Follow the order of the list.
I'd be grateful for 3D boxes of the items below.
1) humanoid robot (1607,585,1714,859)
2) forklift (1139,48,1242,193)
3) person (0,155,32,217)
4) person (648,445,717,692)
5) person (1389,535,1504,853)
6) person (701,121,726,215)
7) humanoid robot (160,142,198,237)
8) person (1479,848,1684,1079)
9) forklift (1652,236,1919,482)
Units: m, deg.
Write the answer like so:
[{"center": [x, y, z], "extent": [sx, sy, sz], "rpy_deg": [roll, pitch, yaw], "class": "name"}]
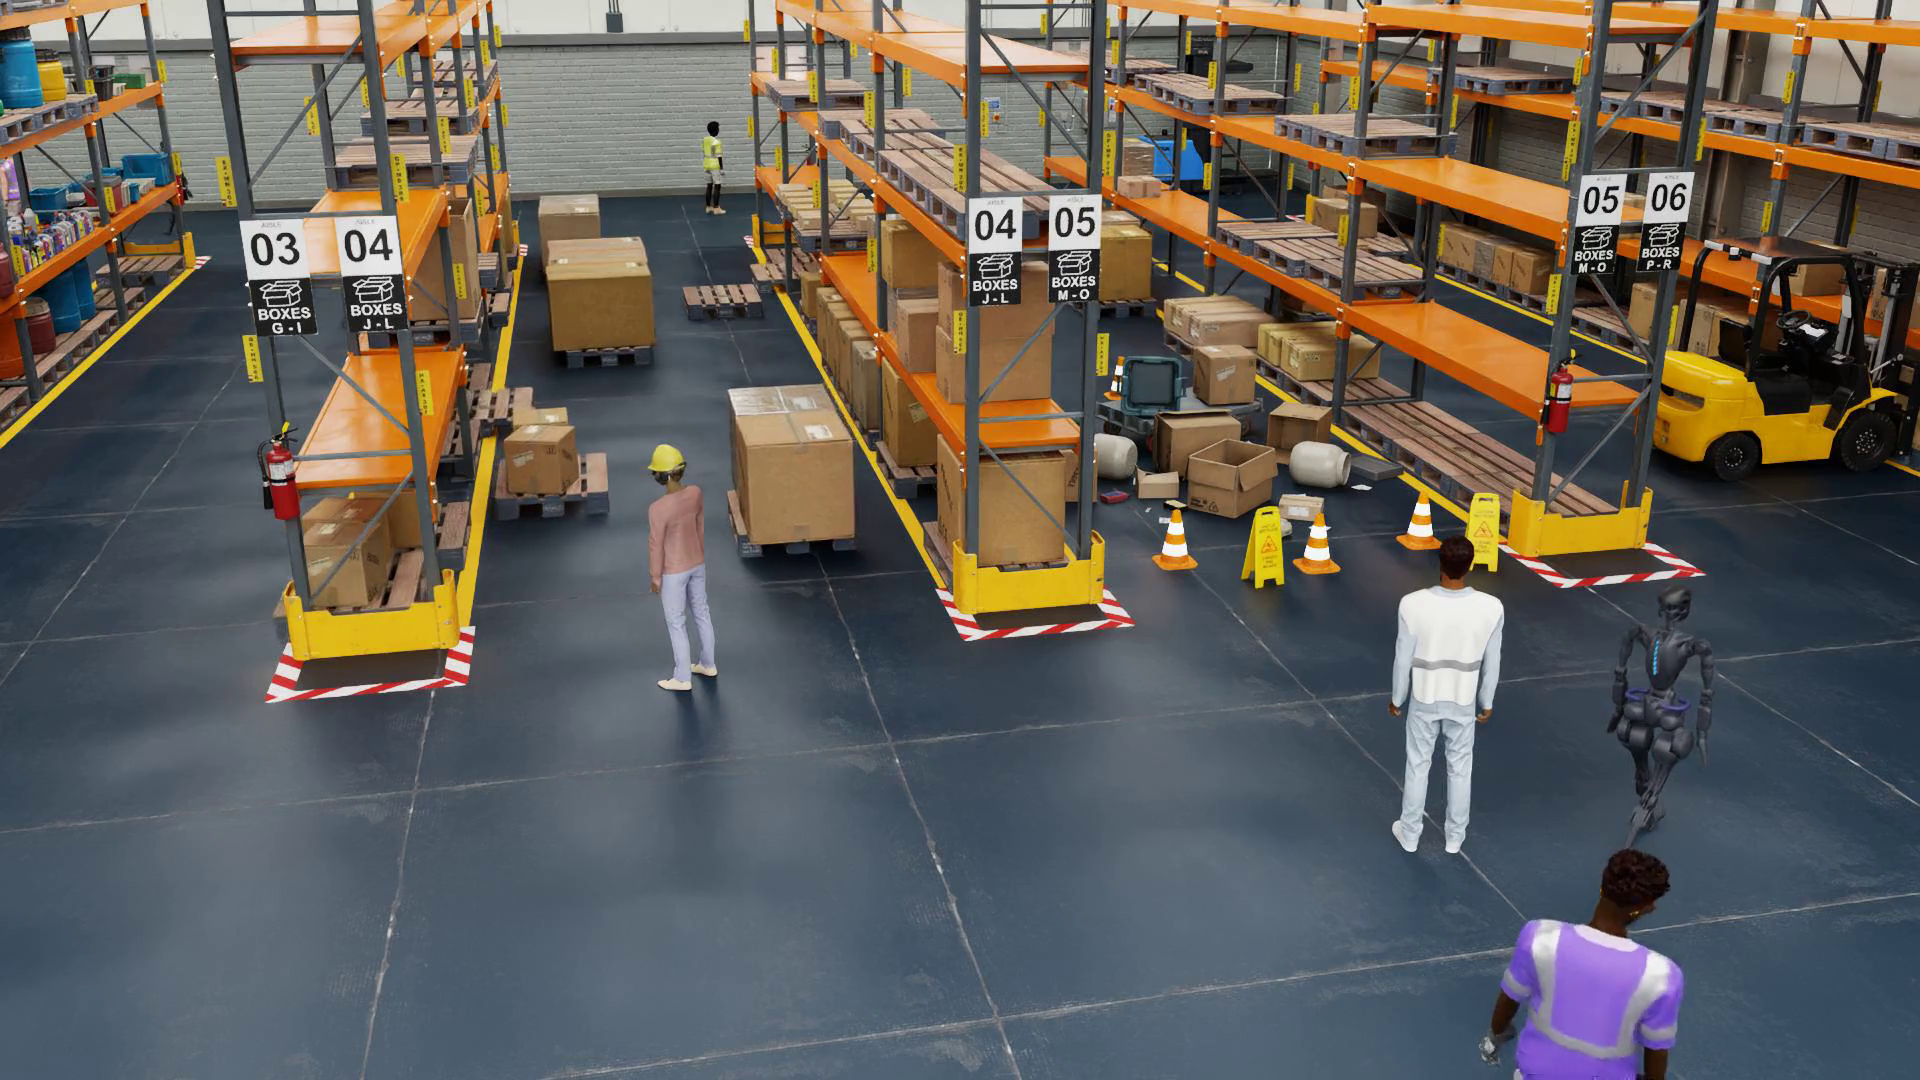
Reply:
[{"center": [3.992, 1.026, 9.484], "extent": [0.789, 1.621, 0.596], "rpy_deg": [-18, 27, -40], "class": "humanoid robot"}, {"center": [4.566, -8.313, 32.860], "extent": [1.873, 2.768, 1.129], "rpy_deg": [-4, 21, -12], "class": "forklift"}, {"center": [-15.366, -5.564, 27.150], "extent": [0.347, 1.688, 0.491], "rpy_deg": [11, 23, 28], "class": "person"}, {"center": [-1.968, 0.188, 11.562], "extent": [0.341, 1.760, 0.521], "rpy_deg": [12, 24, 30], "class": "person"}, {"center": [2.739, 0.890, 9.438], "extent": [0.587, 1.920, 0.390], "rpy_deg": [3, 21, 8], "class": "person"}, {"center": [-4.528, -6.836, 30.573], "extent": [0.537, 1.686, 0.320], "rpy_deg": [19, 27, 41], "class": "person"}, {"center": [-13.388, -5.972, 28.353], "extent": [0.801, 1.633, 0.589], "rpy_deg": [7, 21, 17], "class": "humanoid robot"}, {"center": [2.346, 2.027, 6.387], "extent": [0.684, 1.918, 0.659], "rpy_deg": [8, 22, 22], "class": "person"}, {"center": [8.013, -1.814, 16.330], "extent": [2.313, 2.155, 1.214], "rpy_deg": [-4, 21, -12], "class": "forklift"}]
